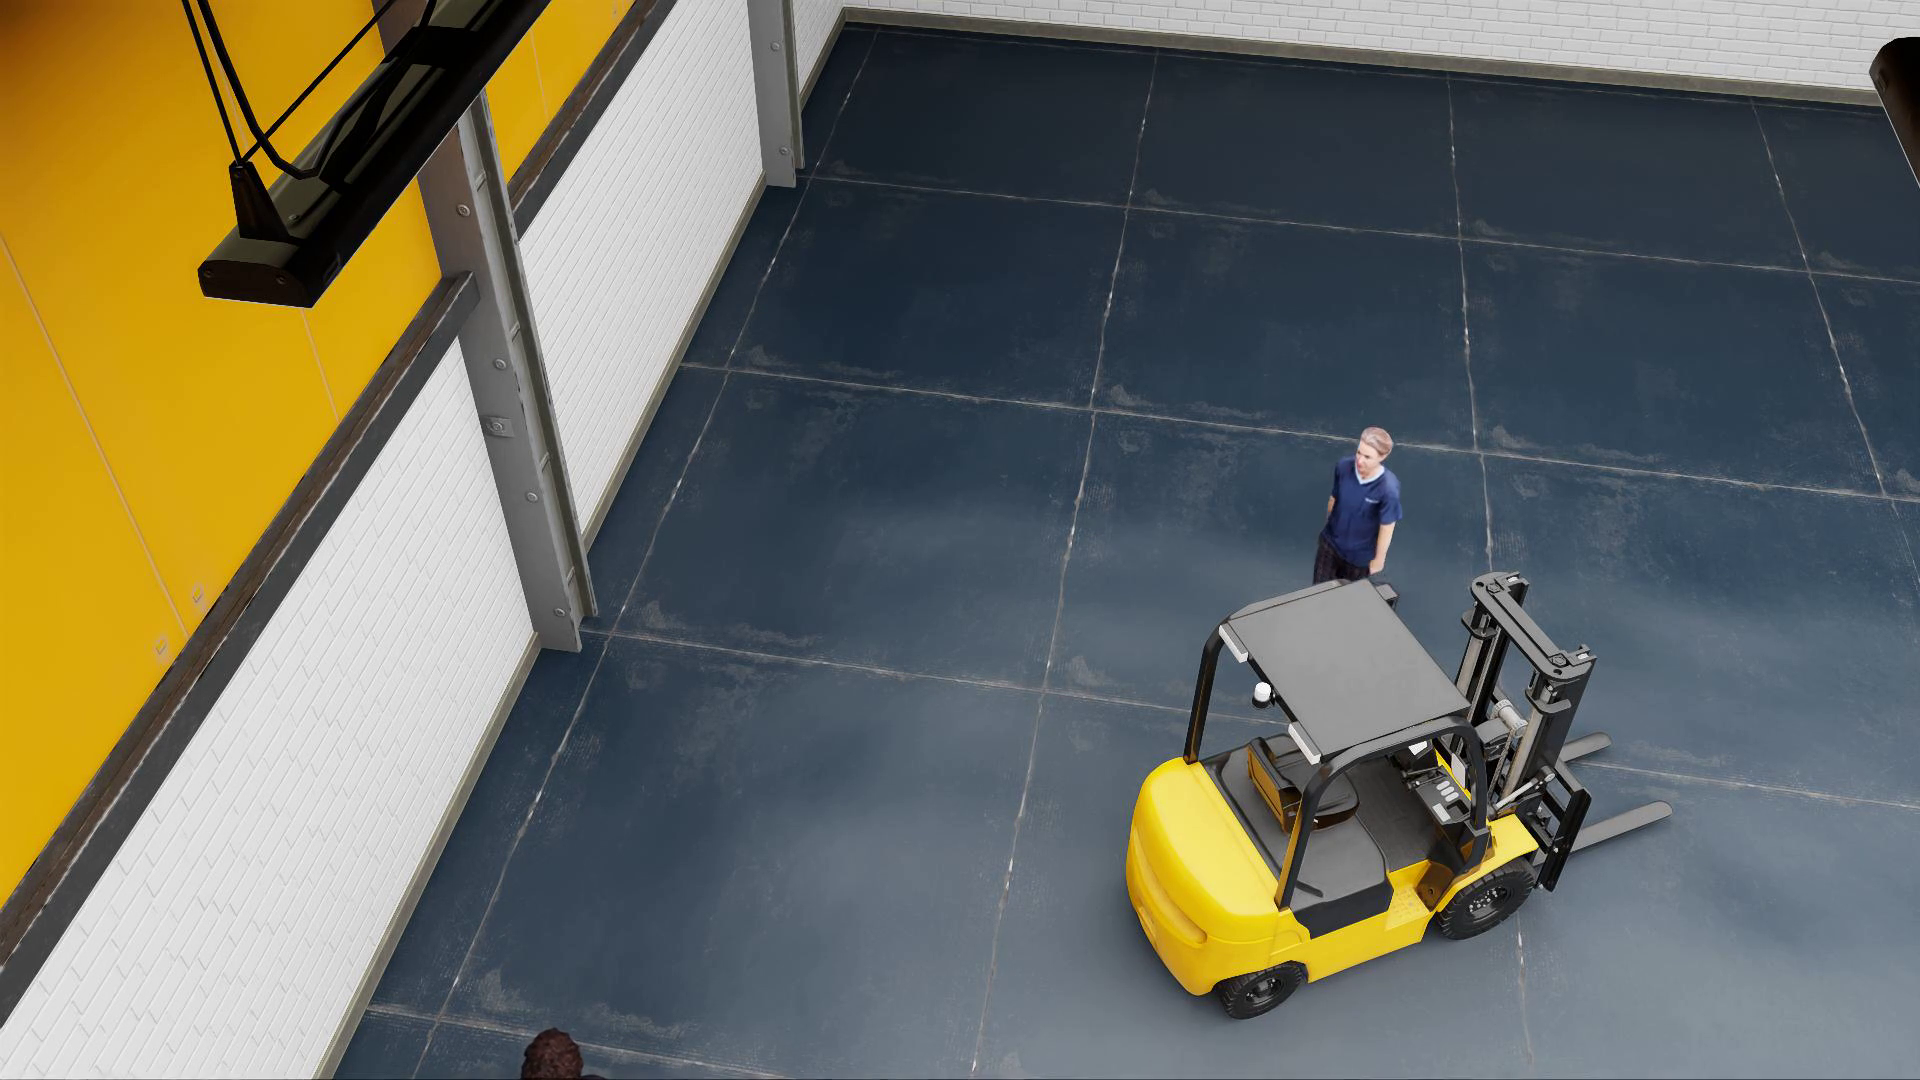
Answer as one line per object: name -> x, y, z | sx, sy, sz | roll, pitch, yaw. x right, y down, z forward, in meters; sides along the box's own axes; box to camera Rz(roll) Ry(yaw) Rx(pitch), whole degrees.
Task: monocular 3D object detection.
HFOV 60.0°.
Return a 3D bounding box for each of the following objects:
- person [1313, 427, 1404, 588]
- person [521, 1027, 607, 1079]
person -> 2.583, -0.004, 10.794 | 1.150, 1.846, 1.035 | -32, 52, -29
person -> -1.788, 2.858, 7.823 | 0.701, 1.799, 0.732 | -14, 45, -14
